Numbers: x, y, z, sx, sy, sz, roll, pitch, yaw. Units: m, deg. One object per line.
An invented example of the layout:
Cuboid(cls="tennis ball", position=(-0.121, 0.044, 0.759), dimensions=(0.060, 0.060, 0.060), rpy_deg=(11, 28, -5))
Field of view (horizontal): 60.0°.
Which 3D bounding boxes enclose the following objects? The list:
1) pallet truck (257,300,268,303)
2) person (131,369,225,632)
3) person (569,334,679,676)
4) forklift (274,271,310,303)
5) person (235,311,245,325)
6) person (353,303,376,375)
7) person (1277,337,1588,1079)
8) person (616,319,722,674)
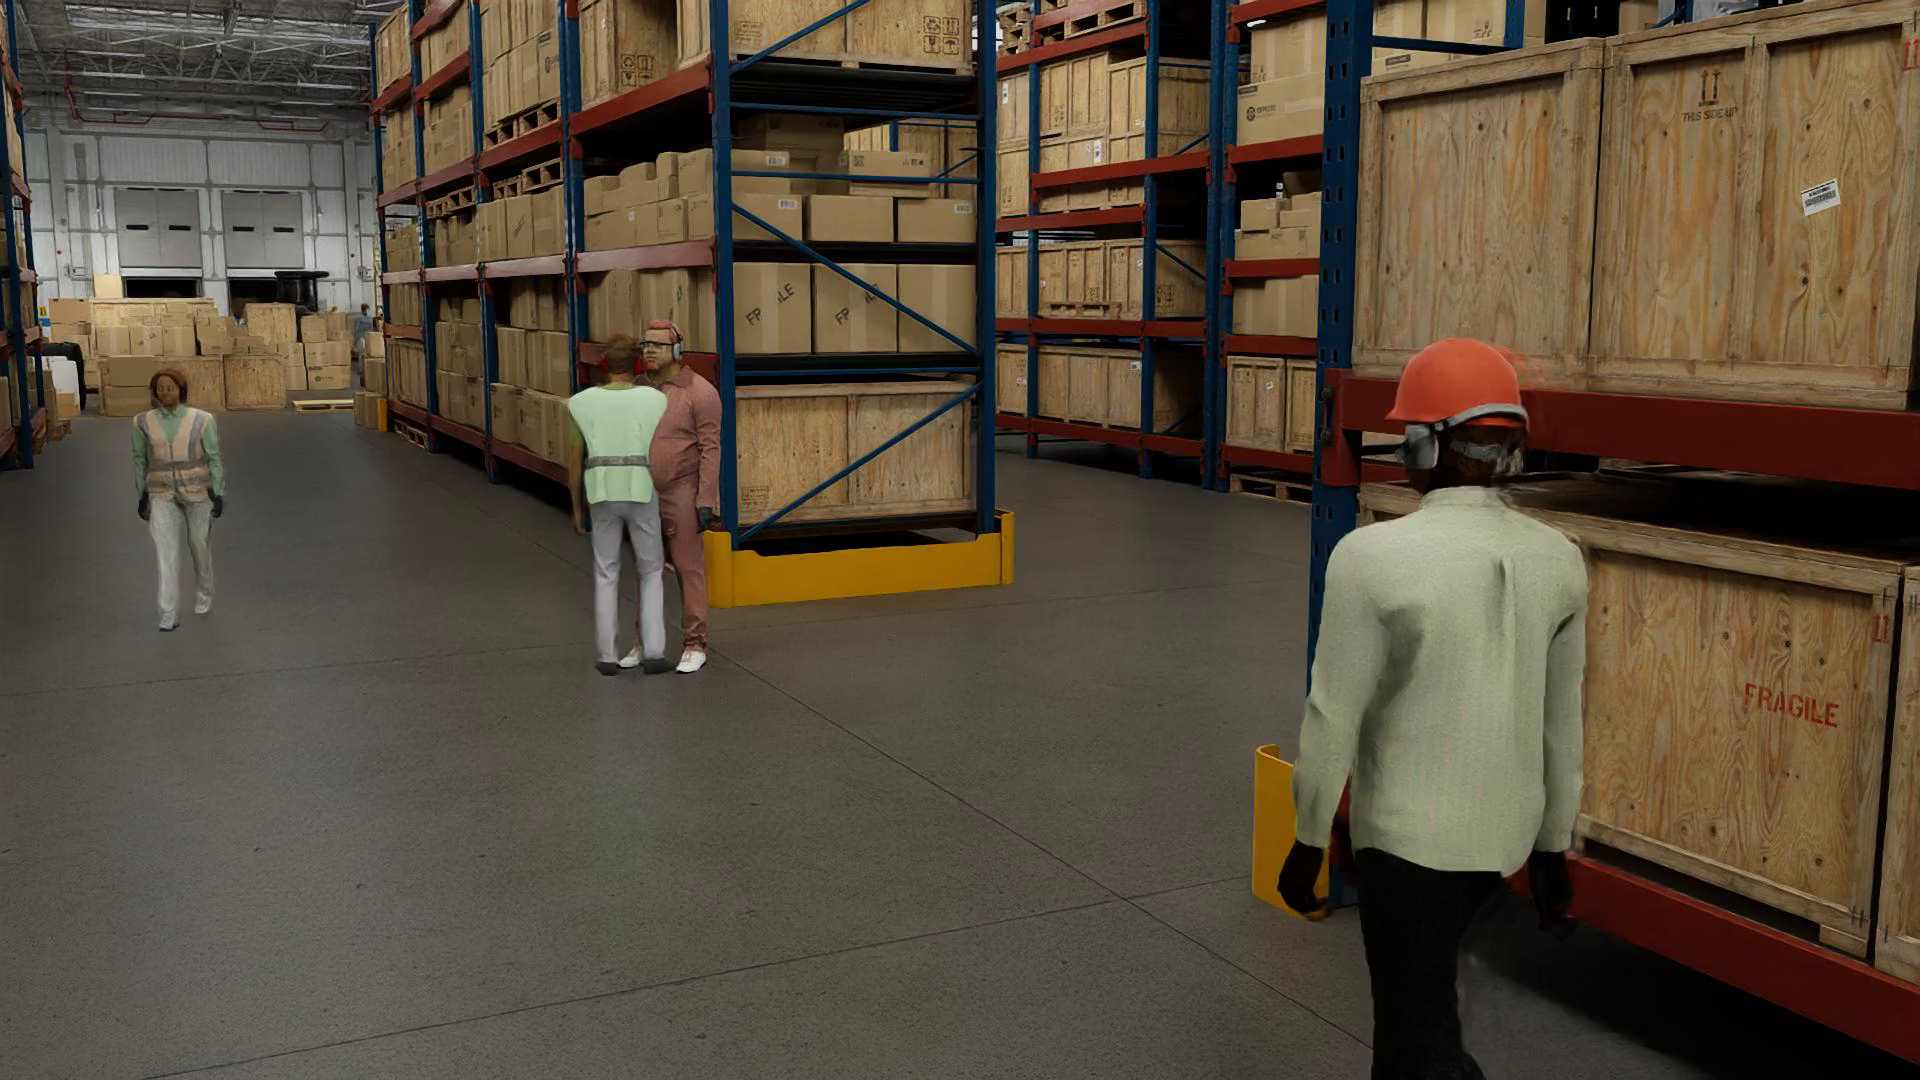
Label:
Cuboid(cls="pallet truck", position=(-23.913, -7.404, 58.171), dimensions=(1.885, 1.965, 0.823), rpy_deg=(-1, 8, -9))
Cuboid(cls="person", position=(-4.869, -0.275, 10.393), dimensions=(0.529, 1.595, 0.847), rpy_deg=(-2, 9, -15))
Cuboid(cls="person", position=(-1.793, -0.175, 8.924), dimensions=(0.585, 1.842, 0.417), rpy_deg=(-1, 8, -4))
Cuboid(cls="forklift", position=(-19.394, -6.432, 48.444), dimensions=(1.873, 2.768, 1.129), rpy_deg=(6, 10, 35))
Cuboid(cls="person", position=(-24.478, -6.973, 56.442), dimensions=(0.528, 1.624, 0.401), rpy_deg=(-4, 9, -25))
Cuboid(cls="person", position=(-15.619, -5.284, 43.886), dimensions=(0.944, 1.894, 0.654), rpy_deg=(3, 9, 19))
Cuboid(cls="person", position=(1.003, 0.579, 3.297), dimensions=(0.603, 1.957, 0.956), rpy_deg=(-4, 9, -28))
Cuboid(cls="person", position=(-1.611, -0.234, 9.025), dimensions=(0.641, 1.913, 0.407), rpy_deg=(3, 9, 21))
